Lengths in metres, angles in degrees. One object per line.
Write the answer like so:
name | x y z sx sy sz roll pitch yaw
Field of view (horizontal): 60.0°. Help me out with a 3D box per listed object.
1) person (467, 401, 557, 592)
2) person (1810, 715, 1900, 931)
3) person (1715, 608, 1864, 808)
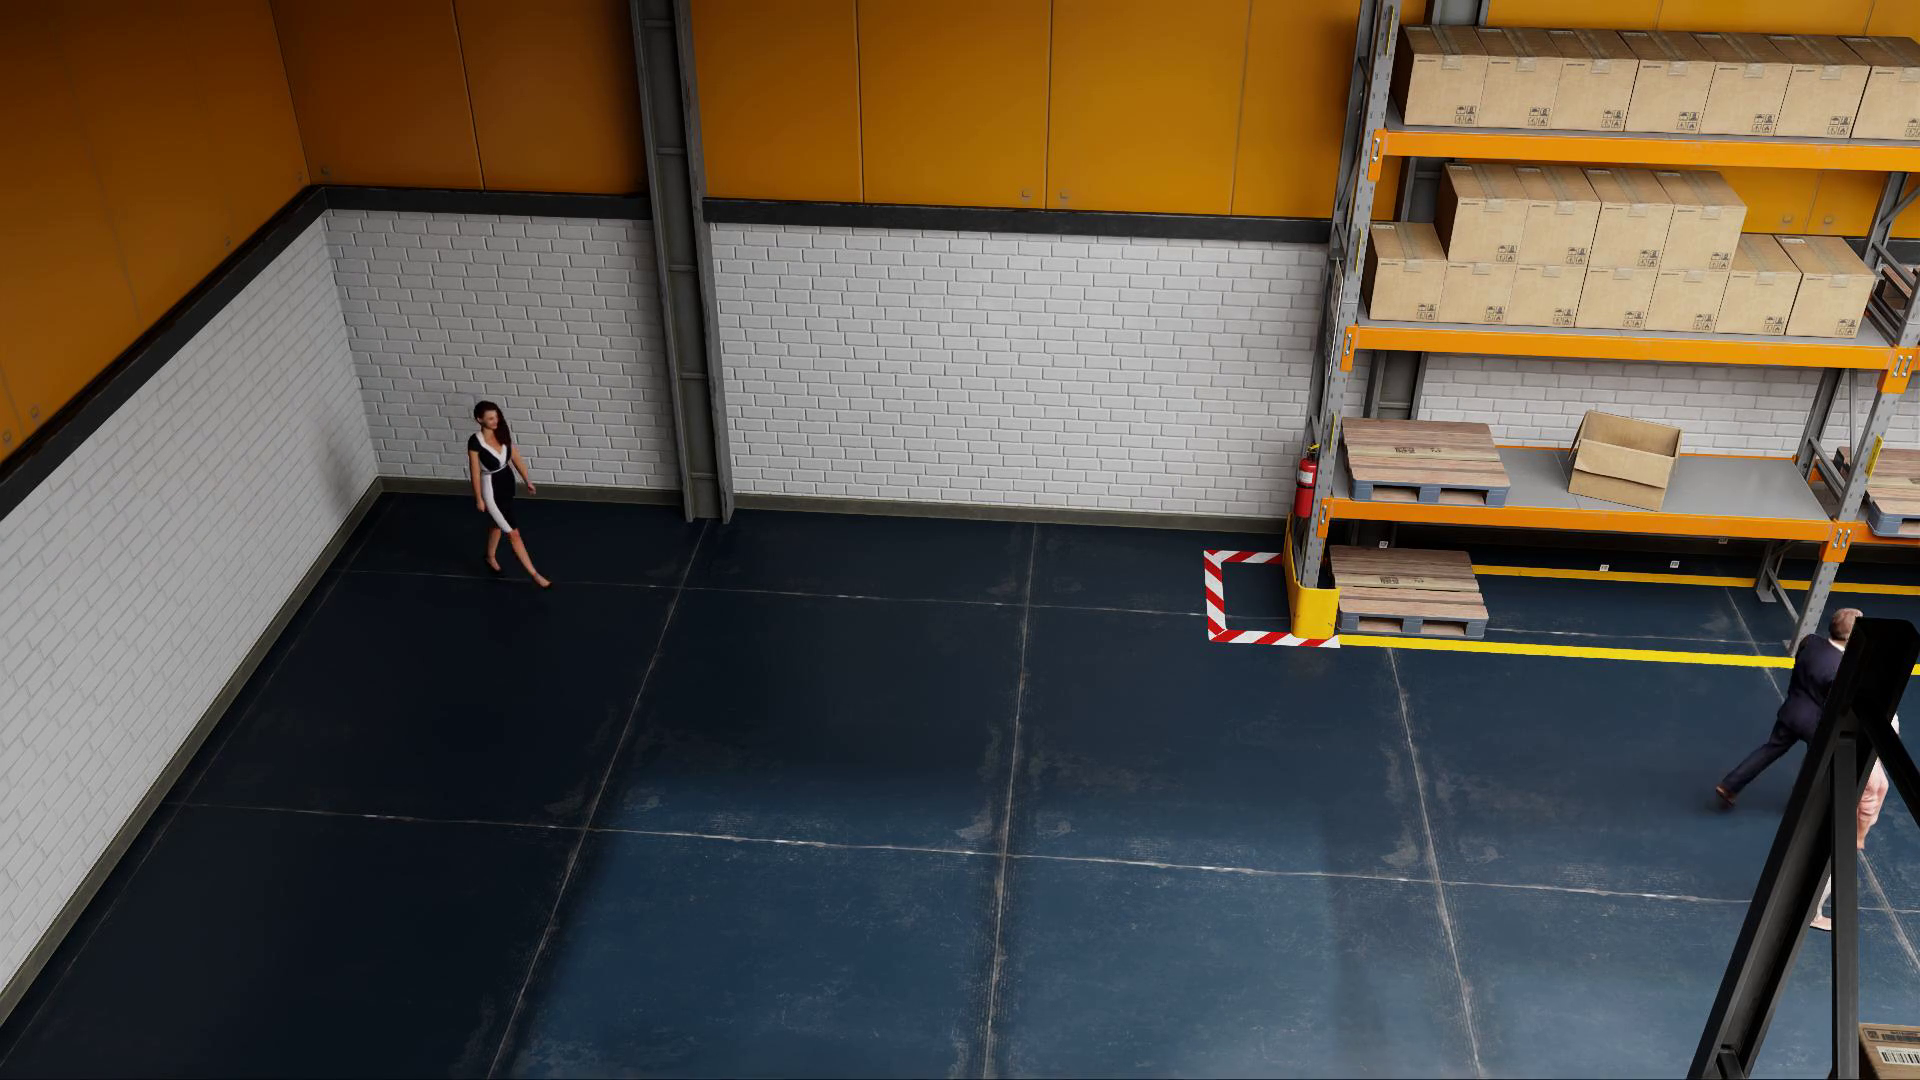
person | -3.948 -0.398 14.001 1.153 1.762 0.872 15 37 22
person | 5.712 1.782 10.756 0.547 1.725 0.617 0 34 -1
person | 5.827 1.221 11.541 1.205 1.790 0.901 -7 34 -10
